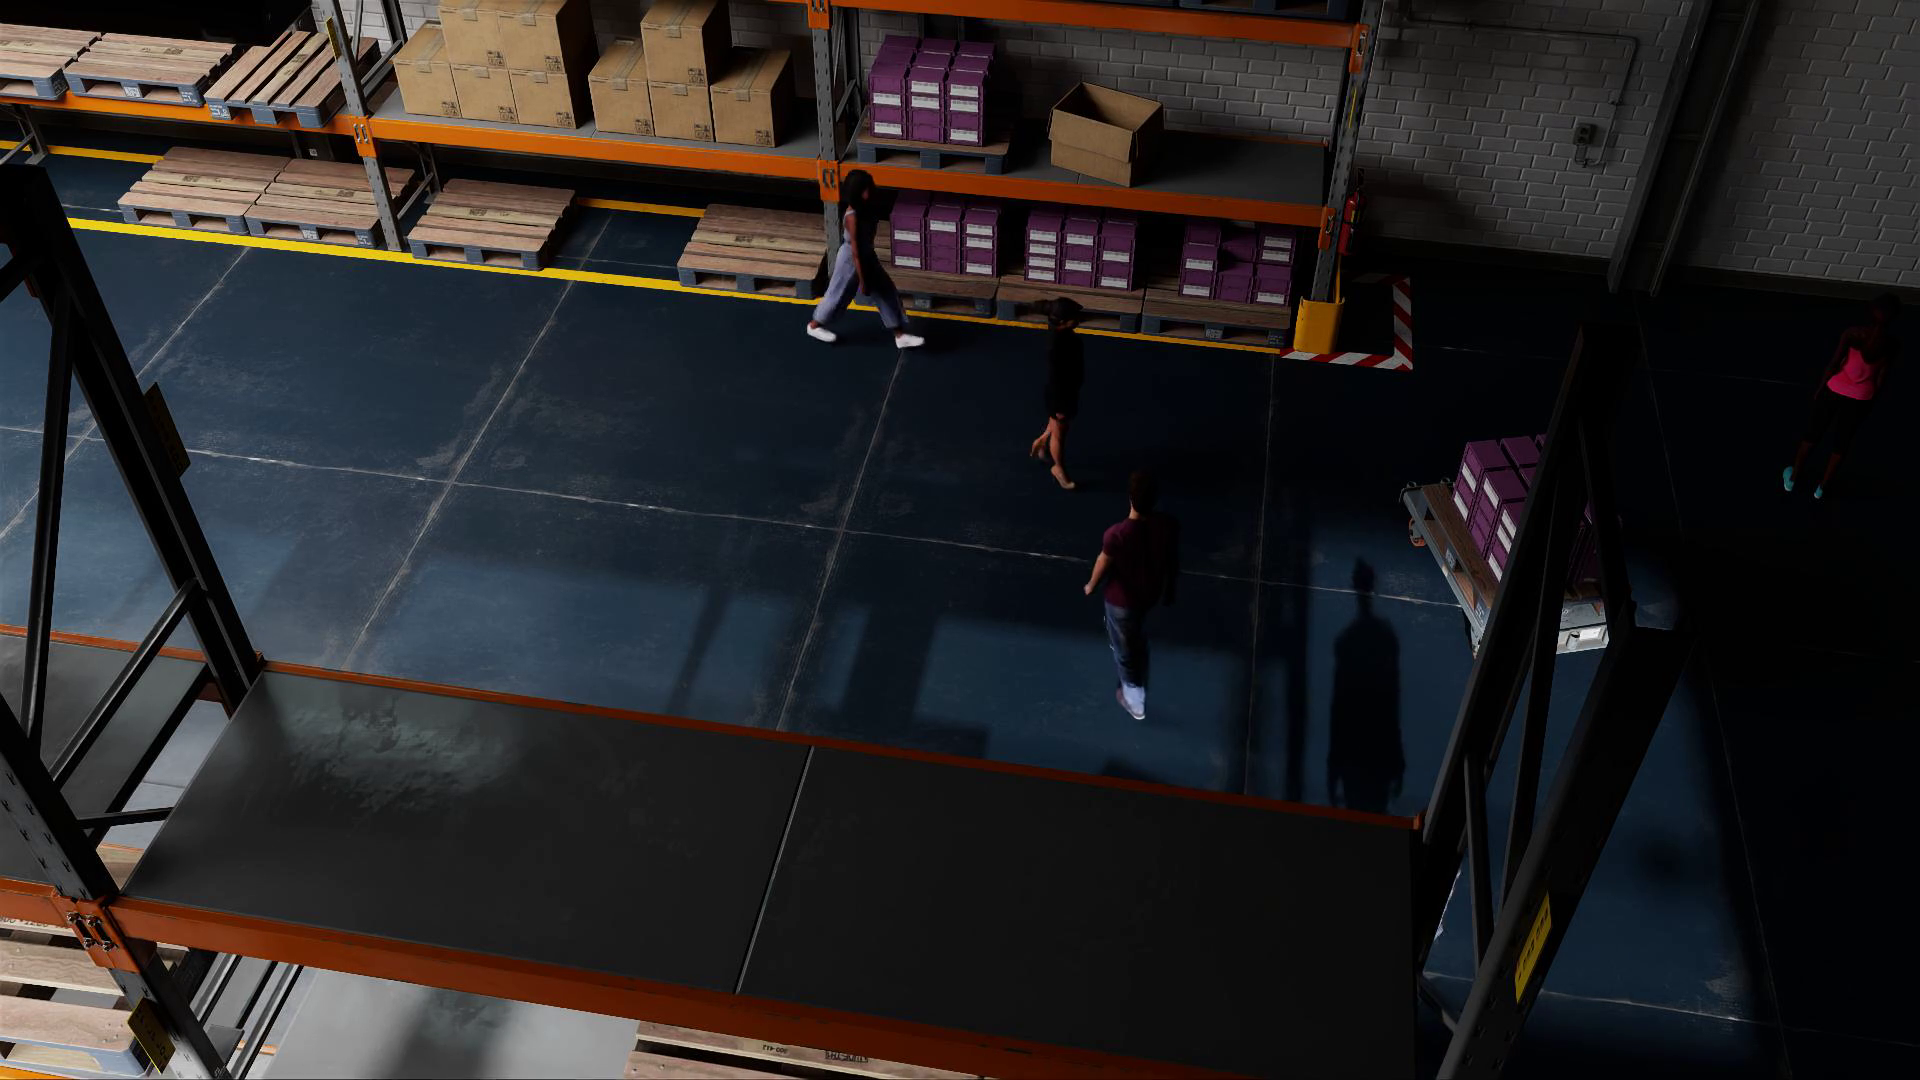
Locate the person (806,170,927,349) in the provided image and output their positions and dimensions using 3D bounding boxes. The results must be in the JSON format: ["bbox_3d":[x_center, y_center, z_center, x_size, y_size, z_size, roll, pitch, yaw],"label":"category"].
[{"bbox_3d":[-0.906,-2.166,13.091,1.244,1.635,0.686,11,45,11],"label":"person"}]

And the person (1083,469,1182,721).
[{"bbox_3d":[1.108,0.390,10.279,1.138,1.812,1.074,-15,46,-15],"label":"person"}]

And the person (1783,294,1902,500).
[{"bbox_3d":[6.299,-1.019,11.820,0.582,1.726,0.678,20,47,20],"label":"person"}]

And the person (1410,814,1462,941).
[{"bbox_3d":[2.291,2.082,8.527,0.754,1.779,0.844,-11,45,-11],"label":"person"}]

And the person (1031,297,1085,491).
[{"bbox_3d":[0.671,-1.056,11.923,0.636,1.638,0.596,12,45,12],"label":"person"}]
